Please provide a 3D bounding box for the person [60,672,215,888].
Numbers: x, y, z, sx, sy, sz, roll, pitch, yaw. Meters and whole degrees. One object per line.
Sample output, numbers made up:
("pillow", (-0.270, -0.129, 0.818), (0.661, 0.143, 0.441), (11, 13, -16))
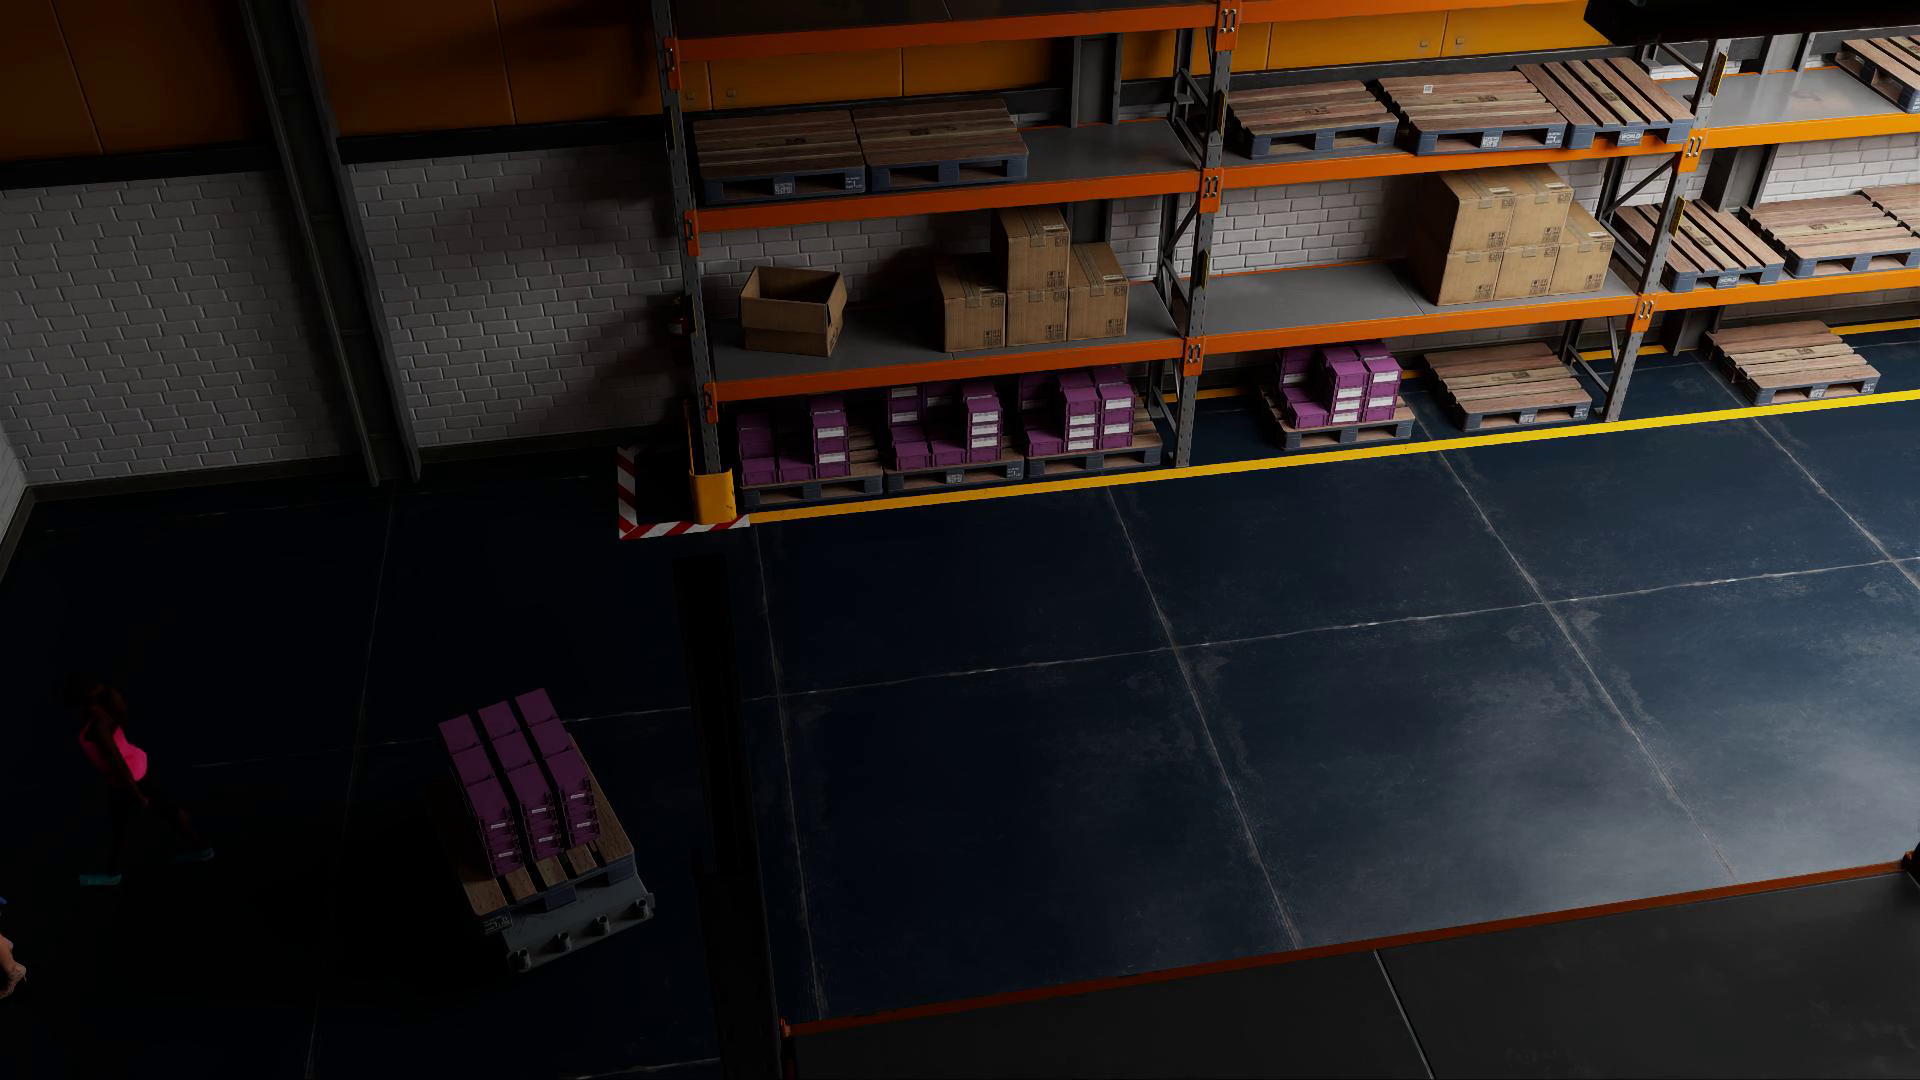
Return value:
("person", (-5.109, 1.472, 10.437), (1.051, 1.686, 0.687), (-12, 40, -14))
